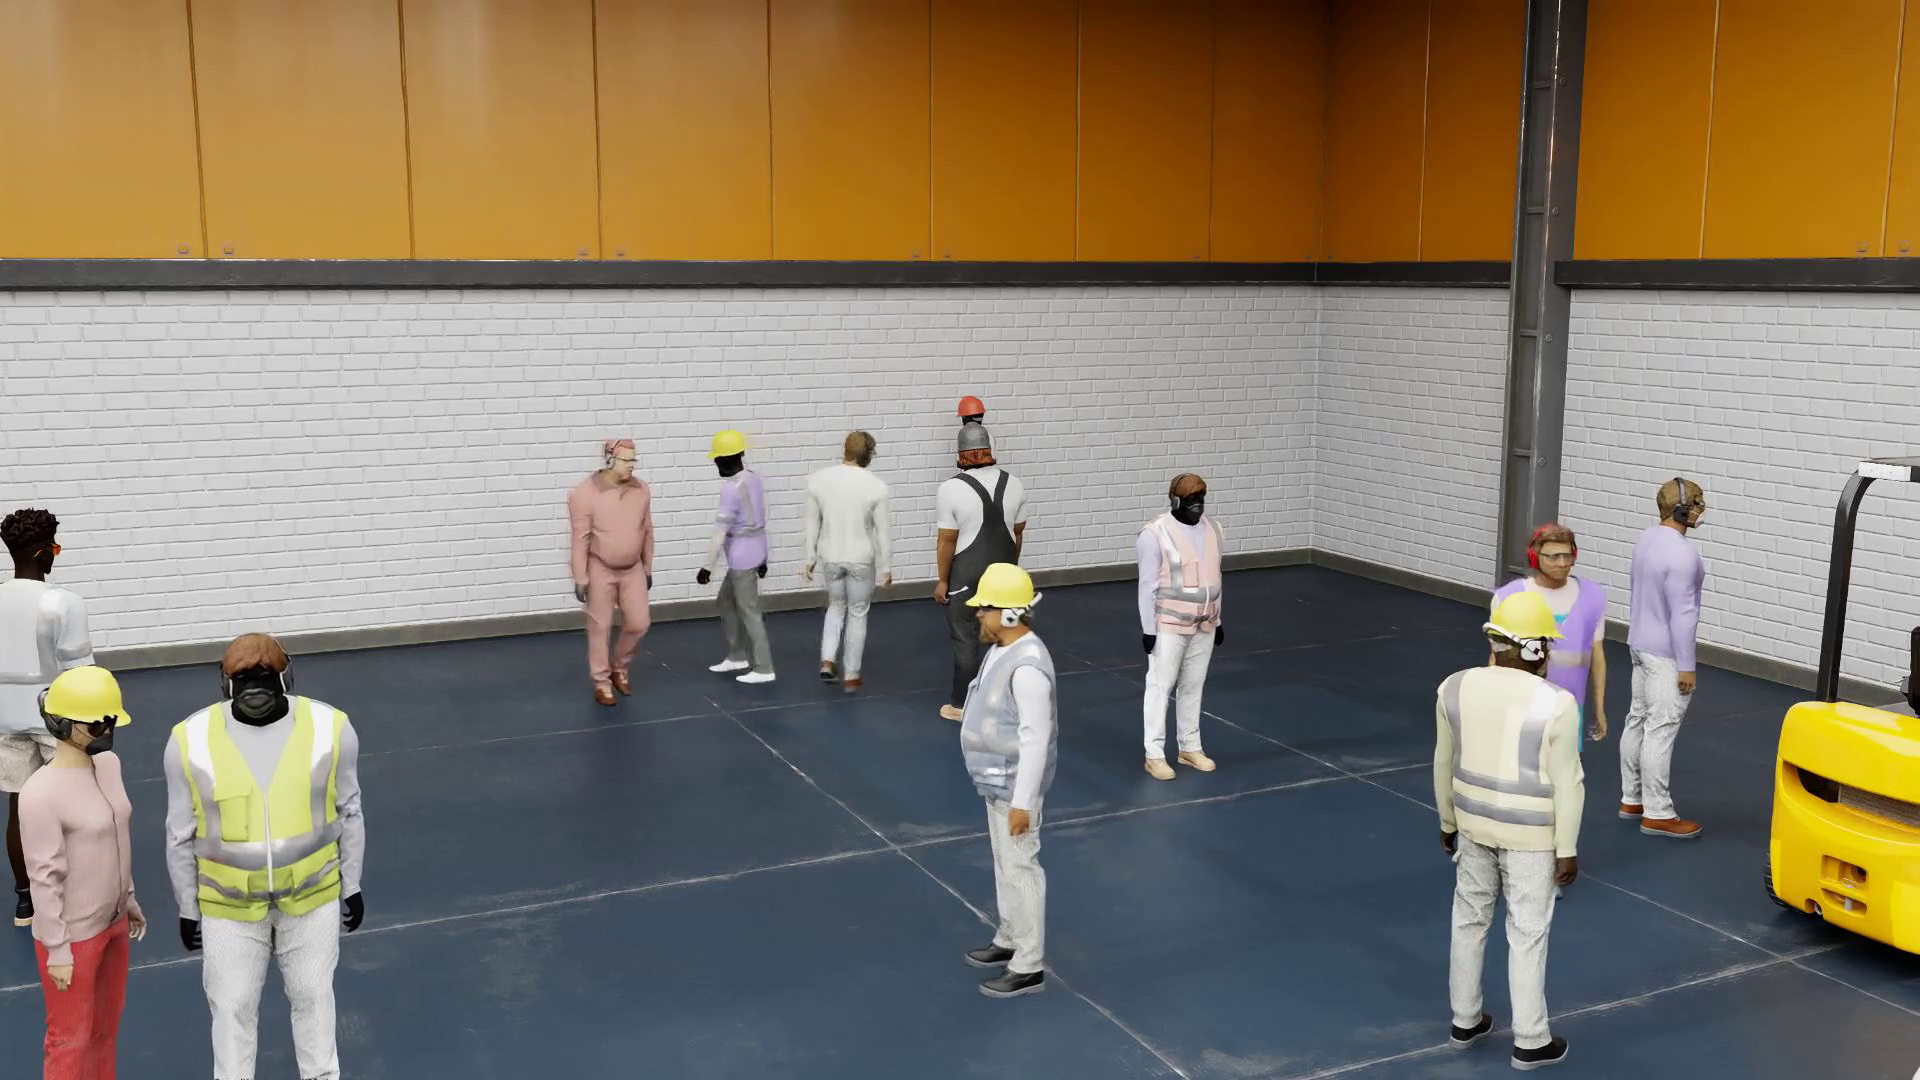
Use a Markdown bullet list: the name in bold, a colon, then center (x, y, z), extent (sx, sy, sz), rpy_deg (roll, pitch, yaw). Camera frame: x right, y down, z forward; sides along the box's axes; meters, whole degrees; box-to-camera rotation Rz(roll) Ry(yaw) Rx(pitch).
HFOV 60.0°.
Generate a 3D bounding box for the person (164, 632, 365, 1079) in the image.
- **person**: center (-2.343, 1.213, 5.663), extent (0.624, 1.844, 0.430), rpy_deg (-4, 10, -24)

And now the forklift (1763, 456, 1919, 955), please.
- **forklift**: center (4.857, 0.731, 7.561), extent (2.313, 2.155, 1.214), rpy_deg (-4, 10, -25)

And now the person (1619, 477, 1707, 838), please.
- **person**: center (3.822, 0.622, 9.025), extent (0.376, 1.940, 0.627), rpy_deg (0, 9, 2)

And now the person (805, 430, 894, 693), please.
- **person**: center (-0.791, 0.162, 11.970), extent (0.684, 1.910, 0.451), rpy_deg (3, 10, 17)

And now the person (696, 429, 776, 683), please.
- **person**: center (-1.671, 0.134, 12.184), extent (0.686, 1.893, 0.589), rpy_deg (1, 9, 7)

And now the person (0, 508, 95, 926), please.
- **person**: center (-4.234, 0.824, 7.688), extent (0.603, 1.966, 0.368), rpy_deg (1, 9, 8)

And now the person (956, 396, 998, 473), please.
- **person**: center (0.128, -0.329, 14.949), extent (0.376, 1.932, 0.543), rpy_deg (4, 10, 24)

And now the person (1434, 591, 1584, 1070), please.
- **person**: center (2.111, 1.102, 6.391), extent (0.404, 1.827, 0.590), rpy_deg (-8, 12, -41)

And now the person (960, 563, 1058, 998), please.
- **person**: center (0.202, 0.999, 7.016), extent (0.404, 1.830, 0.599), rpy_deg (-2, 9, -9)

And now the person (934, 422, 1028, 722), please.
- **person**: center (0.090, 0.207, 11.285), extent (0.681, 2.000, 0.536), rpy_deg (-5, 11, -31)

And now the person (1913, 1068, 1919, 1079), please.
- **person**: center (1.893, 1.608, 3.127), extent (0.309, 1.868, 0.534), rpy_deg (4, 10, 21)

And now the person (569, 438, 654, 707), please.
- **person**: center (-2.421, 0.228, 11.650), extent (0.700, 1.881, 0.428), rpy_deg (-7, 11, -37)

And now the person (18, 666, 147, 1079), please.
- **person**: center (-2.865, 1.280, 5.507), extent (0.325, 1.760, 0.523), rpy_deg (0, 9, -1)

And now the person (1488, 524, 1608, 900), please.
- **person**: center (2.891, 0.801, 8.268), extent (0.587, 1.826, 0.713), rpy_deg (-1, 9, -4)

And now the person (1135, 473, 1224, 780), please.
- **person**: center (1.351, 0.510, 10.023), extent (0.627, 1.843, 0.429), rpy_deg (-6, 11, -31)
